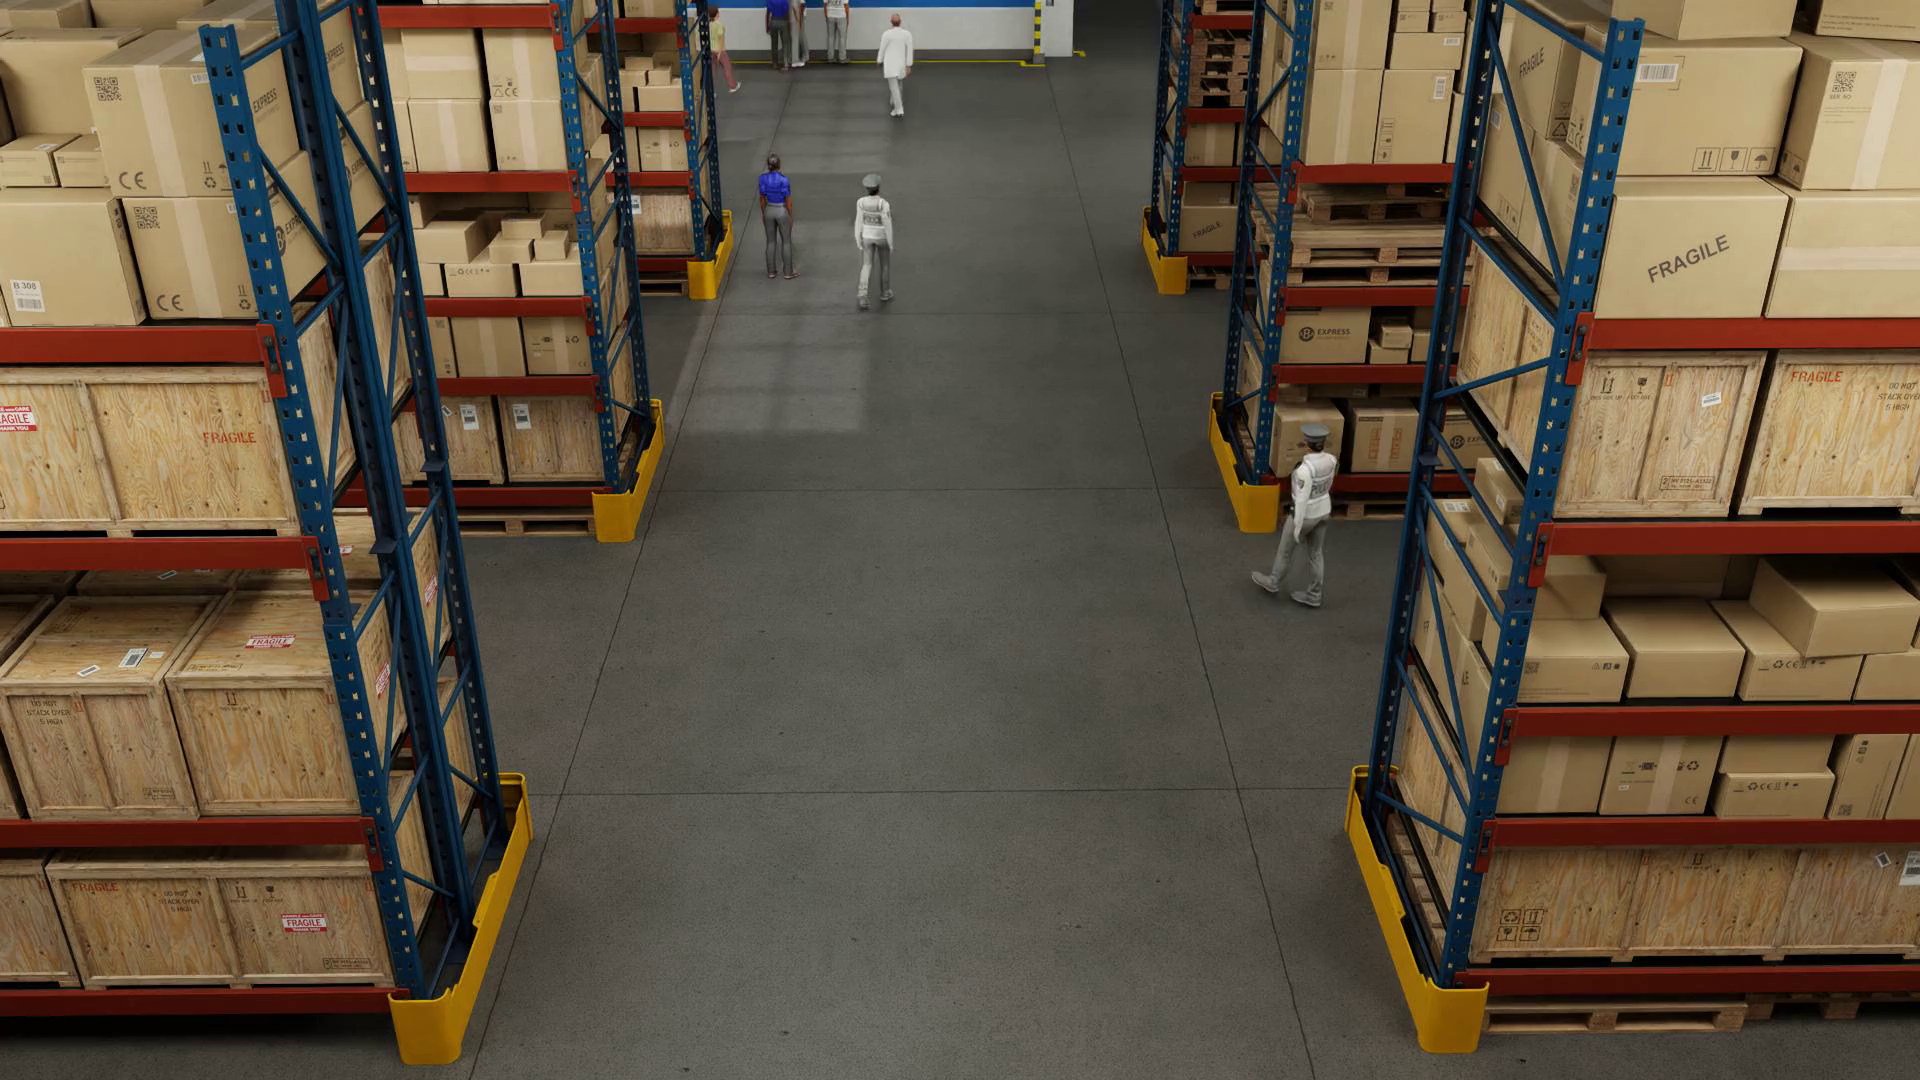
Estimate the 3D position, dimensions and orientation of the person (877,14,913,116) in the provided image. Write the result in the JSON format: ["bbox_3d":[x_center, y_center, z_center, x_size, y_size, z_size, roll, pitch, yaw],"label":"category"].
[{"bbox_3d":[-1.182,-8.543,29.794,0.577,1.751,1.001,-12,31,-22],"label":"person"}]

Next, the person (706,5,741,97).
[{"bbox_3d":[-4.493,-9.136,30.983,0.447,1.633,0.928,11,30,20],"label":"person"}]

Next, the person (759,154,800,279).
[{"bbox_3d":[-2.405,-4.289,21.999,0.446,1.662,0.322,7,29,13],"label":"person"}]

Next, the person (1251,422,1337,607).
[{"bbox_3d":[2.949,-0.258,14.460,0.512,1.655,0.677,-19,34,-32],"label":"person"}]

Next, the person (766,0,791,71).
[{"bbox_3d":[-3.594,-10.155,32.912,0.486,1.681,0.567,0,28,-1],"label":"person"}]

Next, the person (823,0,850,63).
[{"bbox_3d":[-2.460,-10.501,33.381,0.534,1.772,0.398,7,29,13],"label":"person"}]

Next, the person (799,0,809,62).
[{"bbox_3d":[-3.279,-10.549,33.496,0.367,1.767,0.579,-12,31,-21],"label":"person"}]

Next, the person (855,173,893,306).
[{"bbox_3d":[-1.080,-3.816,21.085,0.506,1.691,0.674,7,29,13],"label":"person"}]

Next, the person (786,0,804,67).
[{"bbox_3d":[-3.331,-10.320,33.172,0.356,1.674,0.460,-16,32,-28],"label":"person"}]
